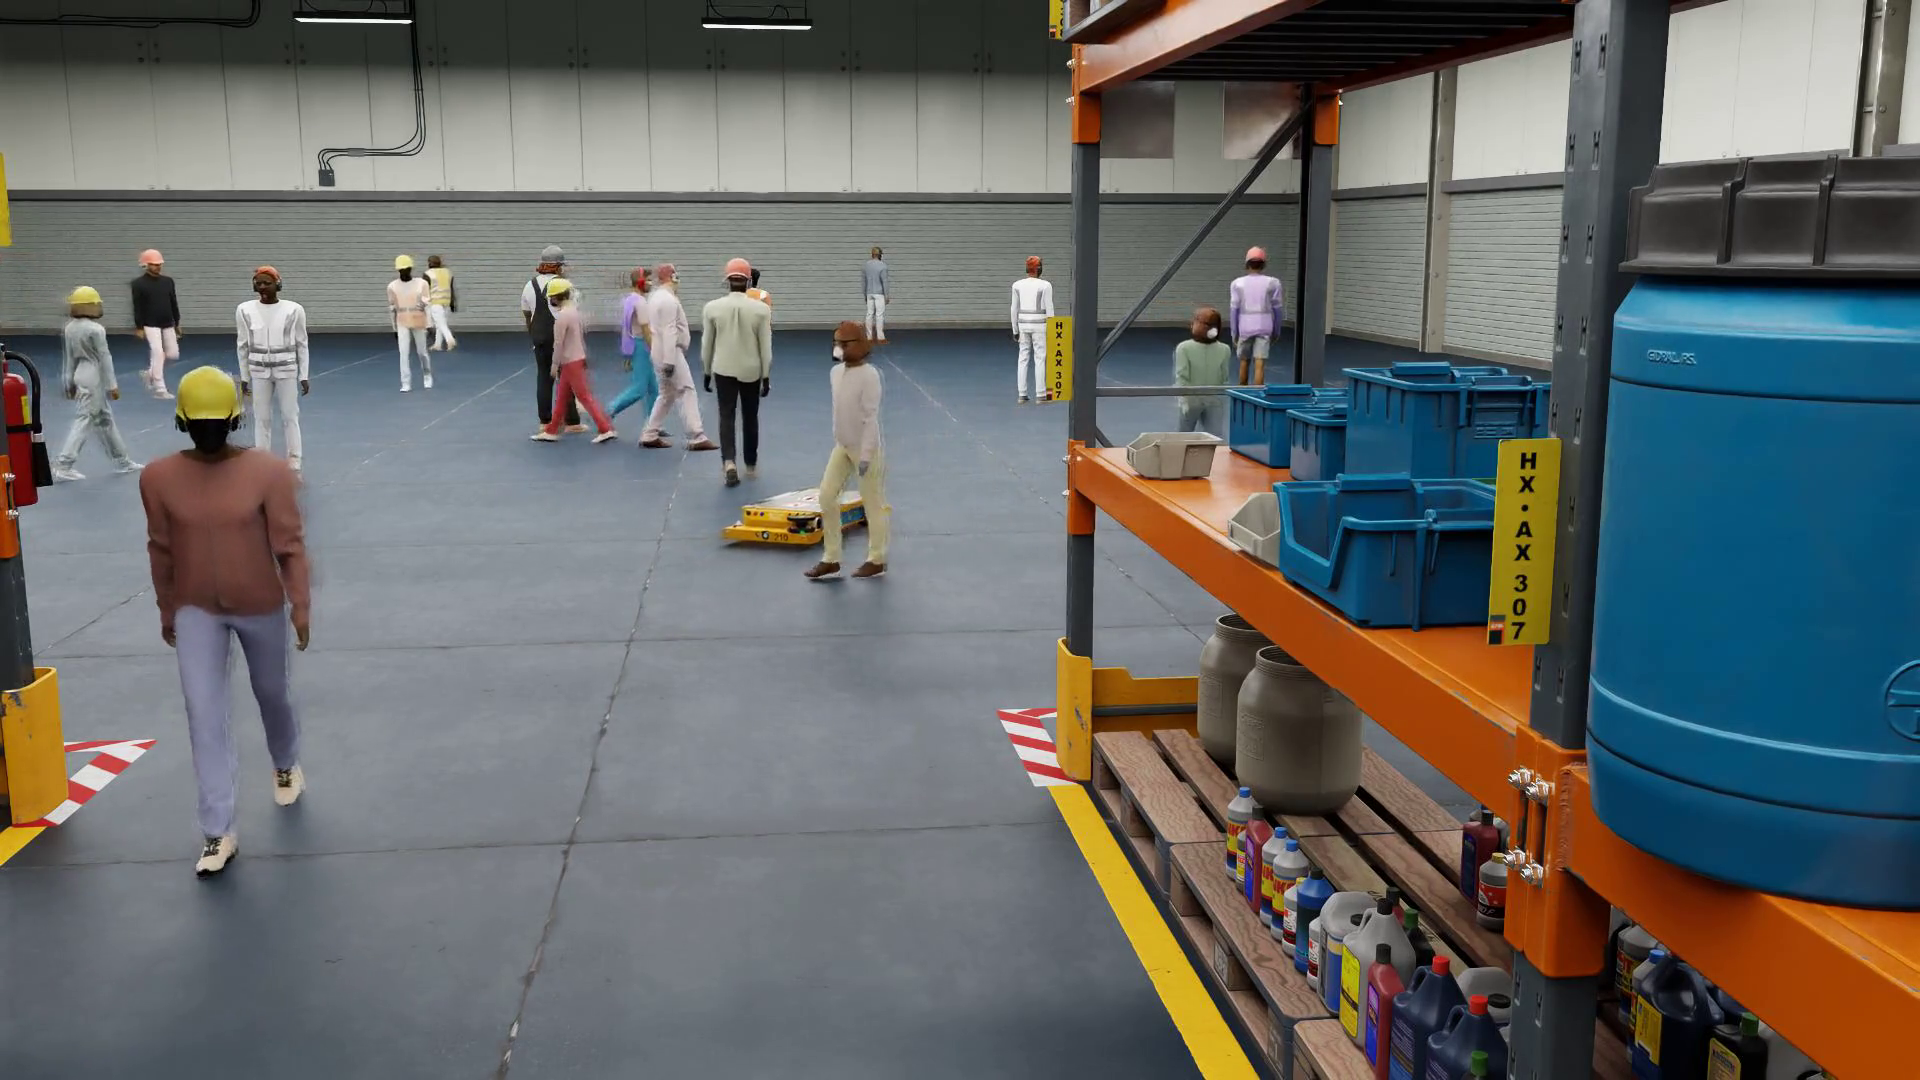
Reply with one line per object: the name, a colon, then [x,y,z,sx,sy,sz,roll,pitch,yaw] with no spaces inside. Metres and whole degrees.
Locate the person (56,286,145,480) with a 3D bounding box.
person: [-7.723,-1.397,14.772,0.493,1.701,0.881,6,12,31]

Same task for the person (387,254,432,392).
person: [-7.629,-3.023,23.162,0.595,1.896,0.877,-1,10,-7]

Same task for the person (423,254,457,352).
person: [-9.693,-4.419,31.058,0.870,1.815,0.637,7,13,34]

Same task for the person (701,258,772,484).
person: [-1.951,-1.474,14.504,0.620,1.960,0.970,-1,10,-4]

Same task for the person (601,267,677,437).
person: [-3.443,-1.963,17.572,0.802,1.824,0.570,-3,11,-17]

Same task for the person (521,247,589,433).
person: [-4.392,-2.190,18.178,0.679,2.000,0.537,5,11,23]

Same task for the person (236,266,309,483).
person: [-5.928,-1.418,14.381,0.575,1.882,0.360,-2,11,-11]

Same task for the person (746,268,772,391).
person: [-2.865,-2.908,23.055,0.540,1.695,0.317,0,10,2]

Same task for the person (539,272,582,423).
person: [-4.580,-2.263,19.198,0.665,1.816,0.634,7,12,32]

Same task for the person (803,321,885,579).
person: [-0.726,-0.537,10.261,0.646,1.606,0.529,-8,13,-39]

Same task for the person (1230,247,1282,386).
person: [3.630,-2.583,20.454,0.618,1.999,0.904,3,11,14]

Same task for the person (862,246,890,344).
person: [-1.672,-4.873,33.164,0.635,1.937,0.353,7,13,34]

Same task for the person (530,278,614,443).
person: [-4.009,-1.839,17.163,0.909,1.713,0.549,1,10,3]

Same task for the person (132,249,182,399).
person: [-10.643,-2.846,21.952,0.608,1.974,0.633,5,12,27]

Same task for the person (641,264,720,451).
person: [-2.874,-1.824,16.708,0.714,1.860,0.679,-4,11,-23]

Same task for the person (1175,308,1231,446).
person: [1.921,-1.059,13.242,0.491,1.579,0.888,-2,11,-11]

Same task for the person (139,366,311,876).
person: [-2.576,0.219,5.896,0.534,1.707,0.973,-3,11,-15]

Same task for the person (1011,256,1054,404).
person: [0.939,-2.687,21.333,0.586,1.882,0.340,6,12,28]

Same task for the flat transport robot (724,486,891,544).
flat transport robot: [-1.084,-0.196,12.099,0.652,0.197,1.431,4,11,21]
